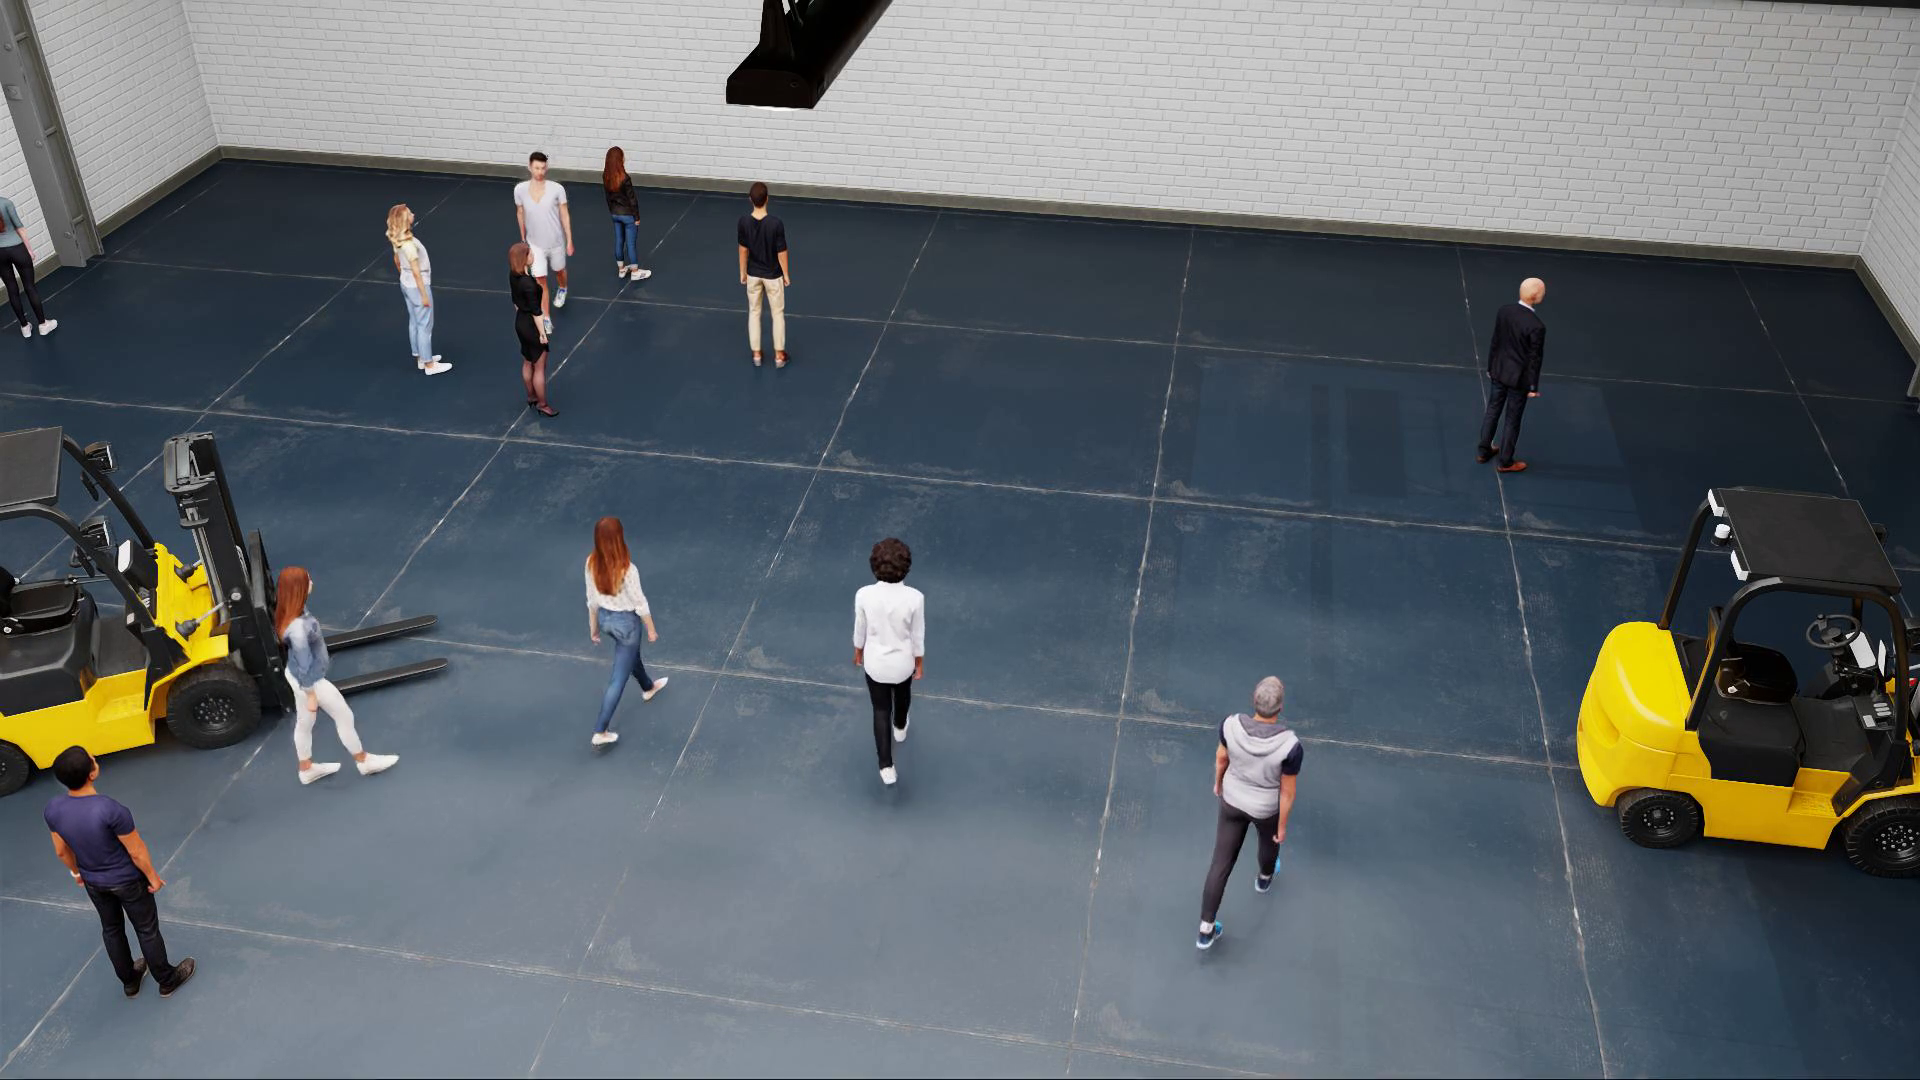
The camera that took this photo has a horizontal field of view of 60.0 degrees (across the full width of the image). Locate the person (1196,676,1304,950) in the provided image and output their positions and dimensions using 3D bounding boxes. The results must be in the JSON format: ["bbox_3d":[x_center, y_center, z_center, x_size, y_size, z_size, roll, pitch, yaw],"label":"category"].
[{"bbox_3d":[1.684,1.648,9.860,0.966,1.781,1.300,17,37,24],"label":"person"}]

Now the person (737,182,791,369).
[{"bbox_3d":[-1.896,-2.565,16.135,0.639,1.851,0.550,4,34,7],"label":"person"}]

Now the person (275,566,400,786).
[{"bbox_3d":[-4.399,0.953,10.999,0.975,1.678,0.935,-18,37,-24],"label":"person"}]

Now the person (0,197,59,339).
[{"bbox_3d":[-9.536,-2.868,16.689,0.645,1.743,0.649,-6,34,-9],"label":"person"}]

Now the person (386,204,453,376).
[{"bbox_3d":[-5.251,-2.417,16.030,0.755,1.723,0.710,-24,41,-32],"label":"person"}]

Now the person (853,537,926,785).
[{"bbox_3d":[-0.473,0.833,11.093,0.783,1.775,1.161,-1,34,-2],"label":"person"}]

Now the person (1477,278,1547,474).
[{"bbox_3d":[4.812,-1.438,14.489,0.831,1.797,0.756,-19,38,-26],"label":"person"}]

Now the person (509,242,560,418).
[{"bbox_3d":[-3.955,-1.939,15.327,0.701,1.705,0.652,-23,40,-31],"label":"person"}]

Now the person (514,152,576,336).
[{"bbox_3d":[-4.204,-3.099,16.981,0.934,1.805,1.323,-2,34,-3],"label":"person"}]

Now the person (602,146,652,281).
[{"bbox_3d":[-3.630,-3.525,17.913,0.626,1.484,0.621,18,38,25],"label":"person"}]

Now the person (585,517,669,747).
[{"bbox_3d":[-2.393,0.645,11.449,0.840,1.693,1.204,17,37,24],"label":"person"}]

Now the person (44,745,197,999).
[{"bbox_3d":[-4.830,1.908,9.461,0.676,1.791,0.560,1,34,2],"label":"person"}]
